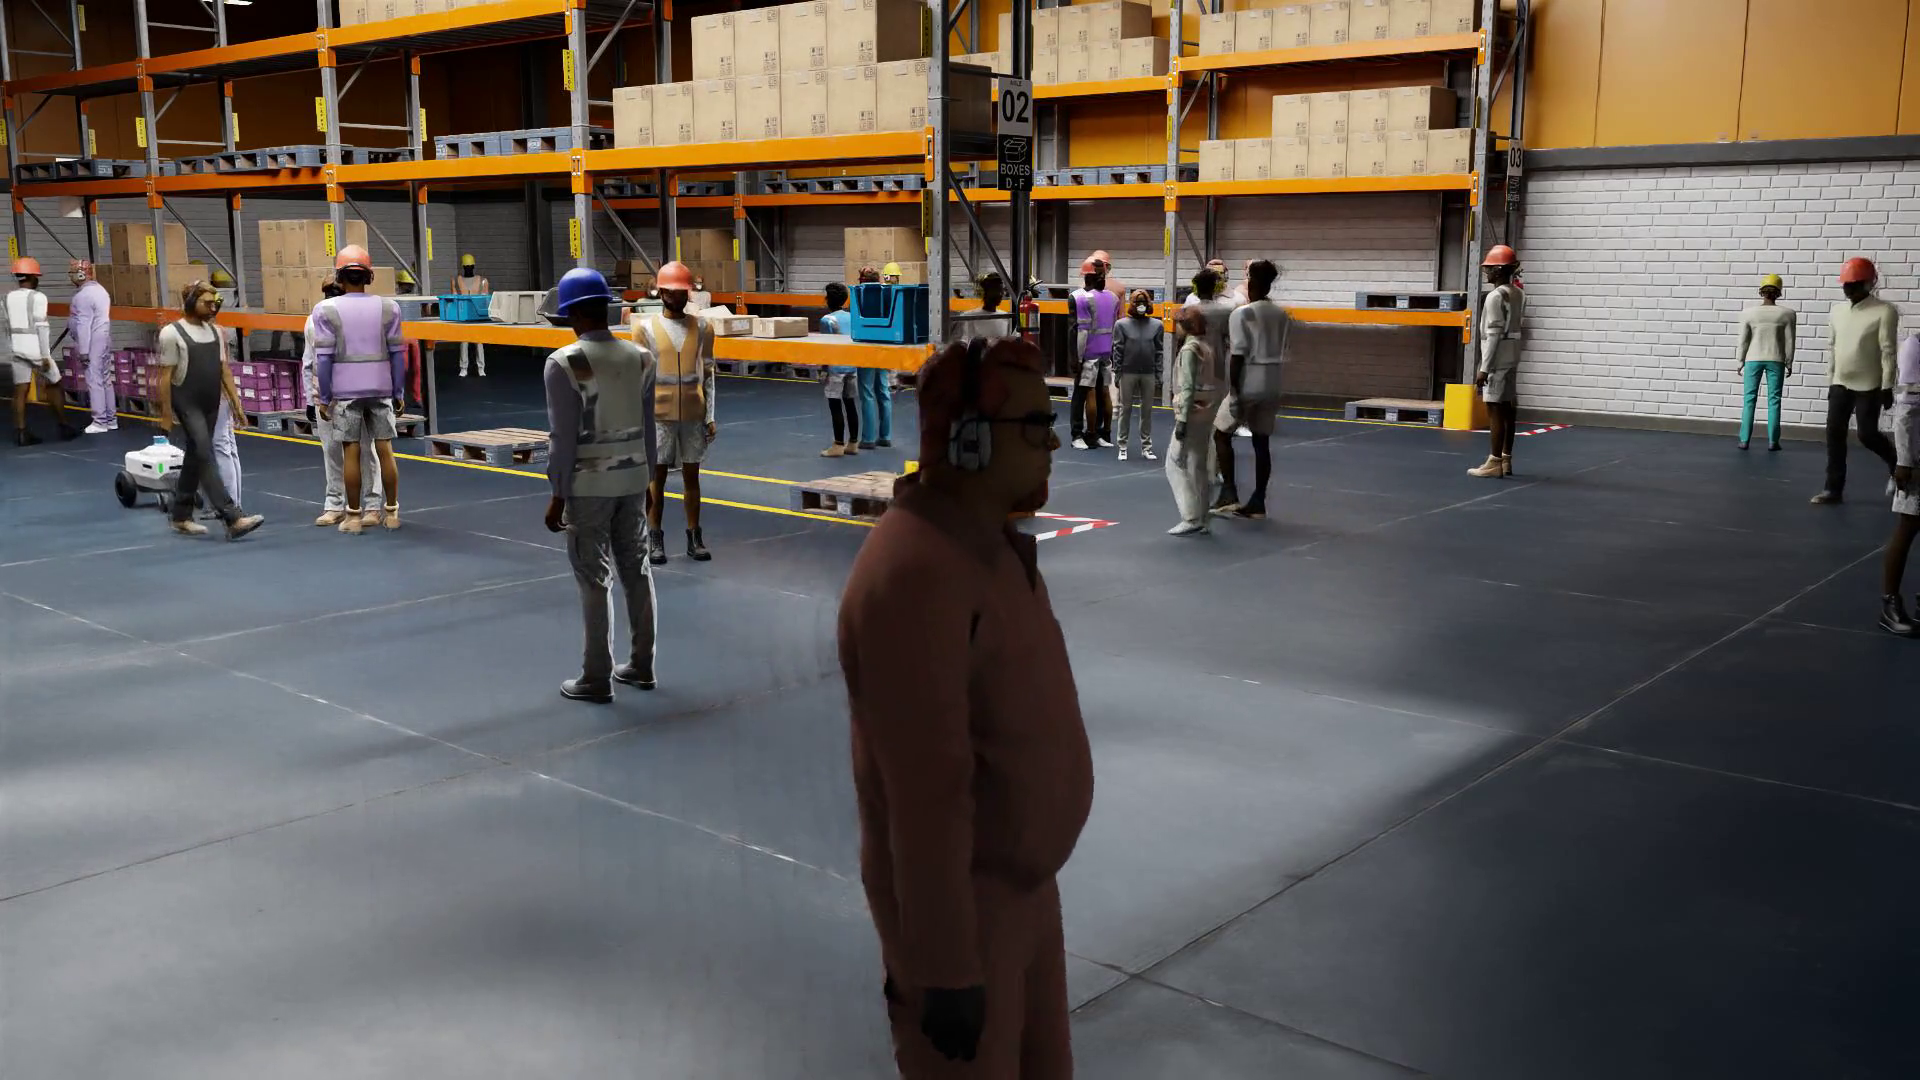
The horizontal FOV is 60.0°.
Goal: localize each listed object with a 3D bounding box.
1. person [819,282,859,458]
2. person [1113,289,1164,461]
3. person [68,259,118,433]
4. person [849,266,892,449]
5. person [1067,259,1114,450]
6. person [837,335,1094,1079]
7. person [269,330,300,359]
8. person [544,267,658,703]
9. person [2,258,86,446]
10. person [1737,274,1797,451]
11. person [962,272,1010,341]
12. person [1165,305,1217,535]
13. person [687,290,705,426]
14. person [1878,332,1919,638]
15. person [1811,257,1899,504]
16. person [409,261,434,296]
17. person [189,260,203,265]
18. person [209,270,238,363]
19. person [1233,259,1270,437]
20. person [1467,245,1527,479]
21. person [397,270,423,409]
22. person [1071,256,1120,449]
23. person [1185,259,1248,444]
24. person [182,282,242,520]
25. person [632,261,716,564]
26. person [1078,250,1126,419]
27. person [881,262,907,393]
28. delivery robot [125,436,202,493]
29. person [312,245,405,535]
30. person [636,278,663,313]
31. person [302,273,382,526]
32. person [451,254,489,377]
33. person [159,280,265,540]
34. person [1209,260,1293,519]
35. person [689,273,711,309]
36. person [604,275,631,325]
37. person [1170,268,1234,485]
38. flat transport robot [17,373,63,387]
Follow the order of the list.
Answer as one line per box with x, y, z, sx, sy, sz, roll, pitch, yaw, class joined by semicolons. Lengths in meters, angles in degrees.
-1.176;-1.644;16.122;0.317;1.695;0.540;6;12;32;person
1.705;-1.572;15.889;0.500;1.633;0.280;-2;10;-10;person
-9.550;-2.114;18.250;0.395;1.896;0.661;-2;10;-10;person
-0.881;-1.833;16.770;0.373;1.843;0.571;9;13;42;person
1.336;-1.876;16.807;0.587;1.920;0.390;-6;12;-32;person
-0.042;0.591;2.854;0.709;1.885;0.654;2;10;14;person
-11.495;-3.861;28.316;0.604;1.861;0.983;3;11;19;person
-1.617;-0.243;7.463;0.414;1.933;0.616;7;12;36;person
-9.525;-1.950;17.234;0.555;1.906;0.886;3;10;15;person
8.065;-1.772;16.657;0.528;1.768;0.313;5;11;27;person
0.240;-1.309;13.853;0.517;1.827;0.911;-4;11;-23;person
1.630;-0.833;11.723;0.359;1.625;0.538;5;11;26;person
-3.055;-2.035;18.563;0.518;1.615;0.682;-4;11;-21;person
5.117;-0.451;8.652;0.548;1.934;0.374;-3;10;-15;person
7.167;-1.252;13.140;0.770;1.961;0.642;-4;11;-22;person
-9.118;-3.810;28.033;0.567;1.841;0.615;-4;11;-24;person
-12.738;-3.760;27.816;0.588;1.822;0.403;6;12;32;person
-9.904;-2.741;22.311;0.645;1.721;0.492;6;12;32;person
3.154;-2.064;17.918;0.404;1.904;0.651;7;12;34;person
4.728;-1.562;14.662;0.377;2.045;0.605;8;13;39;person
-6.970;-2.524;20.969;0.422;1.753;0.552;9;13;42;person
1.353;-1.887;16.807;0.545;1.942;0.349;-9;14;-43;person
2.438;-1.744;16.079;0.648;1.912;0.409;4;11;21;person
-5.602;-1.036;12.463;0.314;1.769;0.524;-2;10;-13;person
-1.828;-0.817;10.721;0.543;1.941;0.353;-4;11;-22;person
1.652;-2.409;19.632;0.623;1.989;0.399;-3;10;-16;person
-0.960;-2.961;23.270;0.403;1.825;0.587;4;11;23;person
-6.229;-0.572;13.000;0.707;0.478;0.477;9;13;42;delivery robot
-4.239;-1.053;11.770;0.607;2.044;0.379;-6;12;-32;person
-4.078;-2.675;22.202;0.517;1.610;0.614;-1;10;-4;person
-4.476;-1.013;12.114;0.635;1.842;0.429;1;10;3;person
-7.713;-3.532;26.212;0.585;1.927;0.366;-2;10;-14;person
-5.204;-0.895;11.564;0.946;1.793;0.513;3;10;16;person
2.184;-1.129;12.510;0.606;1.930;0.572;-6;12;-30;person
-4.077;-3.322;25.853;0.500;1.633;0.286;-7;12;-35;person
-4.412;-2.515;21.109;0.537;1.678;0.476;-5;11;-28;person
2.098;-1.368;14.125;0.686;1.853;0.480;2;10;9;person
-12.872;-2.218;23.444;0.652;0.197;1.431;-6;12;-33;flat transport robot
